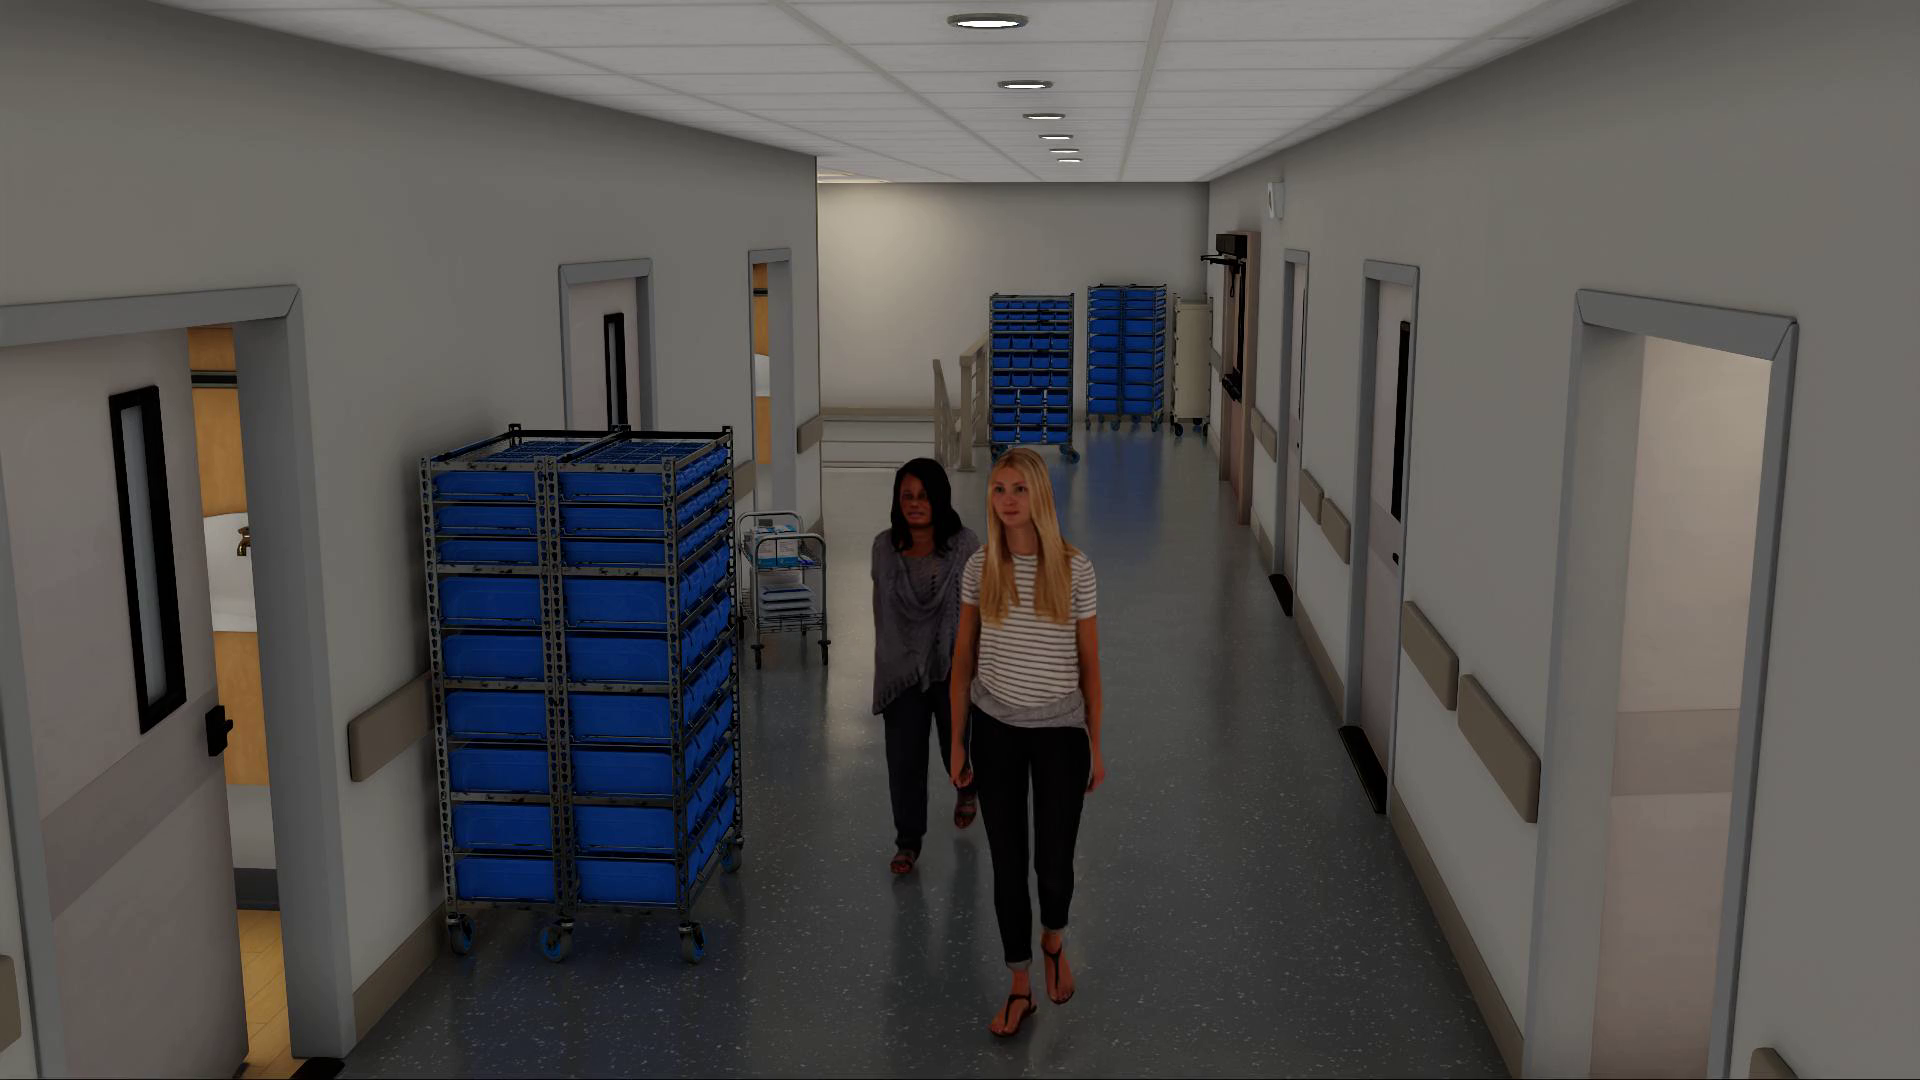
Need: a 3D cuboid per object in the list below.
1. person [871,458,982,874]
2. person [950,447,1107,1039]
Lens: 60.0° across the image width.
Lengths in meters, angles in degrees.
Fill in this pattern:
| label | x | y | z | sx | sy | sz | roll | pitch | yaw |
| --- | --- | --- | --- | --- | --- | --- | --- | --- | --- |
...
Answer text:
| label | x | y | z | sx | sy | sz | roll | pitch | yaw |
| --- | --- | --- | --- | --- | --- | --- | --- | --- | --- |
| person | -0.089 | 0.464 | 6.545 | 0.623 | 1.584 | 0.928 | 1 | 11 | 7 |
| person | 0.231 | 0.612 | 5.146 | 0.673 | 1.815 | 0.711 | 3 | 11 | 13 |
